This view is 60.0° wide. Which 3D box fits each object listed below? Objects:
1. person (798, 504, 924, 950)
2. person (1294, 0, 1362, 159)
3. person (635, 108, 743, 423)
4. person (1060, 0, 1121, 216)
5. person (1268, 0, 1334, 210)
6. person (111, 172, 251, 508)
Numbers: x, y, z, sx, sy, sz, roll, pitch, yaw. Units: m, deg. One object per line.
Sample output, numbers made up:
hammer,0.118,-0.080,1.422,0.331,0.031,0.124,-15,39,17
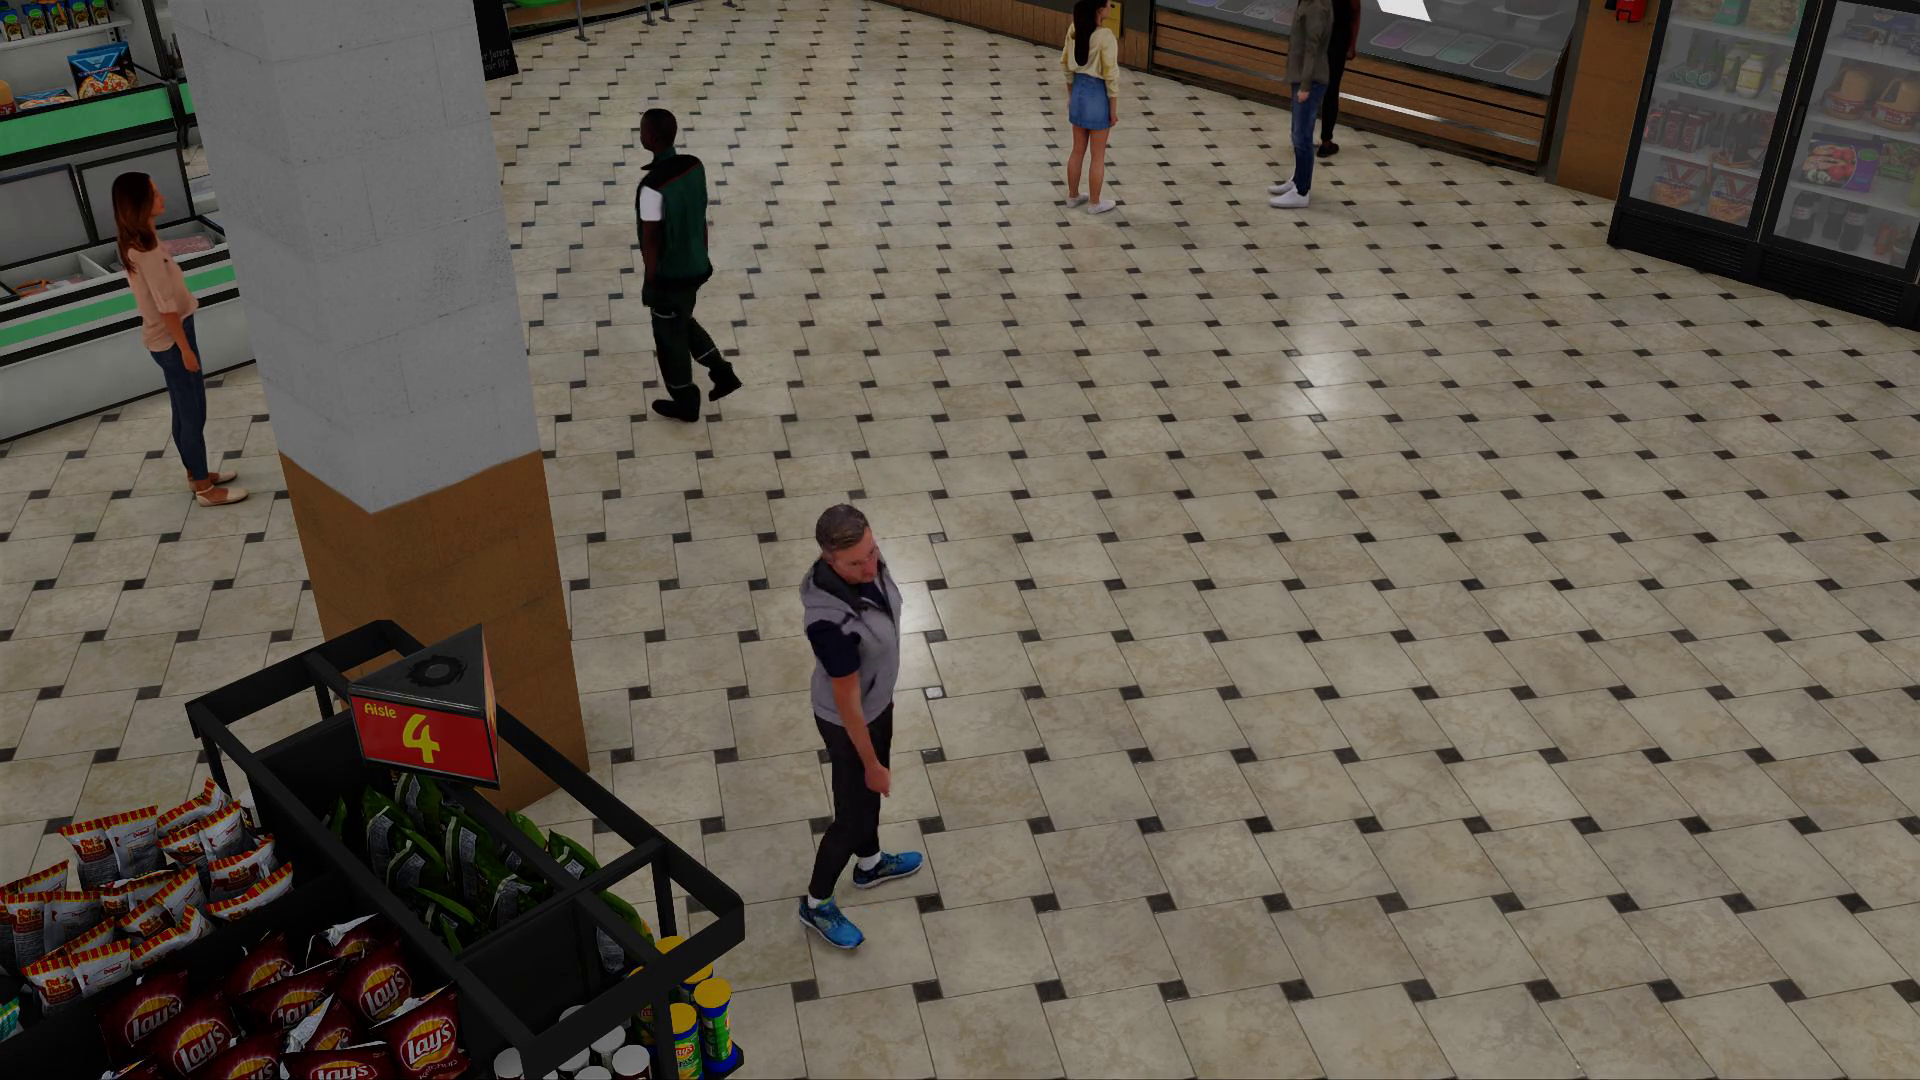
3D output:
person,-0.369,0.597,5.922,0.925,1.803,0.846,-5,32,-8
person,2.909,-3.984,13.270,0.728,1.819,0.662,15,35,22
person,-1.506,-1.473,9.226,0.900,1.827,0.850,11,34,17
person,0.958,-3.226,12.229,0.638,1.631,0.530,27,41,36
person,2.576,-3.380,12.255,0.845,1.865,0.756,4,32,6
person,-4.045,-1.016,8.525,0.592,1.792,0.635,-18,36,-27
